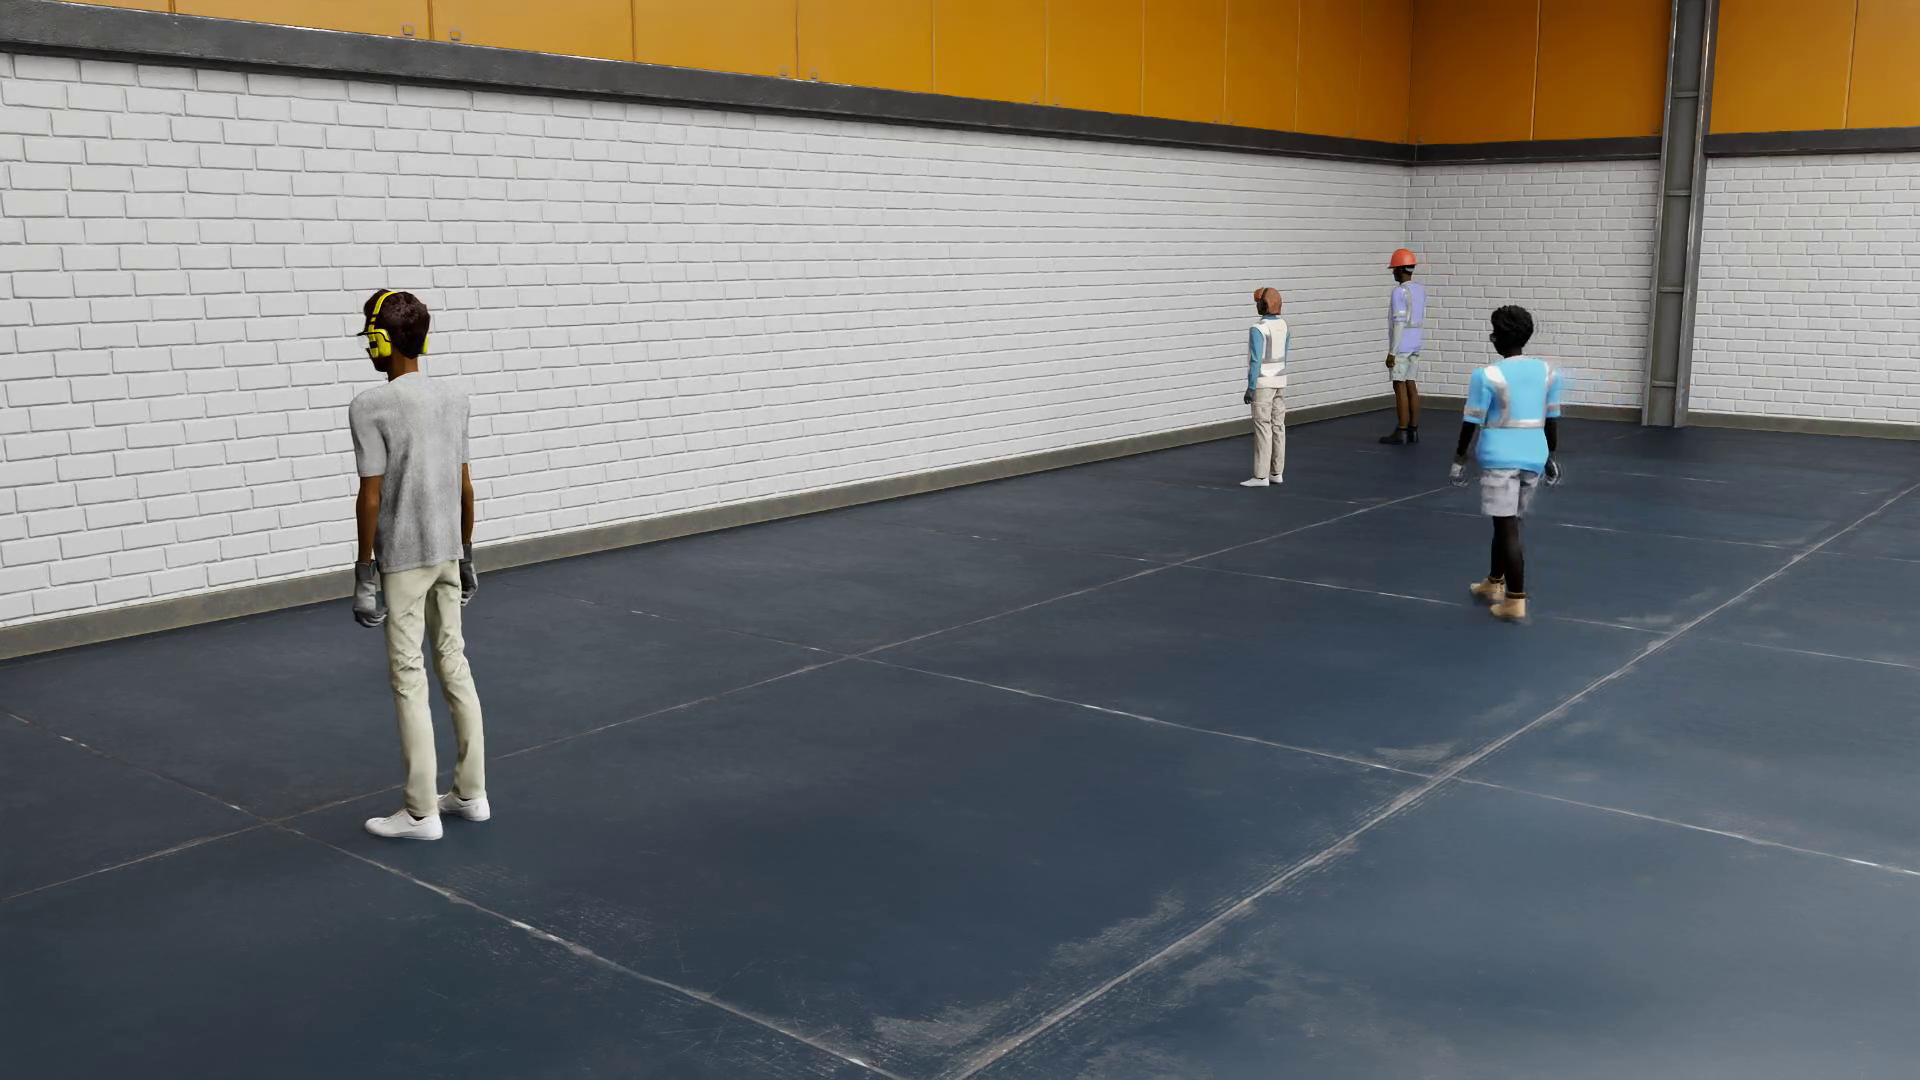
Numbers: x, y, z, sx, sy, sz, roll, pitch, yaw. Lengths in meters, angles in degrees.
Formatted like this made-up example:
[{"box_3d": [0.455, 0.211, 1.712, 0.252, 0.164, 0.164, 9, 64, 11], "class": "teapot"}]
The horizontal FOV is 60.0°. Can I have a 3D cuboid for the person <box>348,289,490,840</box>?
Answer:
[{"box_3d": [-1.847, 0.090, 5.657, 0.323, 1.859, 0.510, 5, 12, 27], "class": "person"}]

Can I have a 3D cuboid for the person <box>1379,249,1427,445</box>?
[{"box_3d": [4.380, -1.911, 16.515, 0.376, 1.932, 0.551, 9, 14, 41], "class": "person"}]

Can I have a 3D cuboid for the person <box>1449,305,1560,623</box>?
[{"box_3d": [2.884, -0.424, 8.973, 0.557, 1.666, 0.734, -4, 11, -21], "class": "person"}]

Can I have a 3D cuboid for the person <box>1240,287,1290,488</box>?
[{"box_3d": [2.516, -1.245, 13.644, 0.308, 1.640, 0.511, 9, 14, 41], "class": "person"}]
